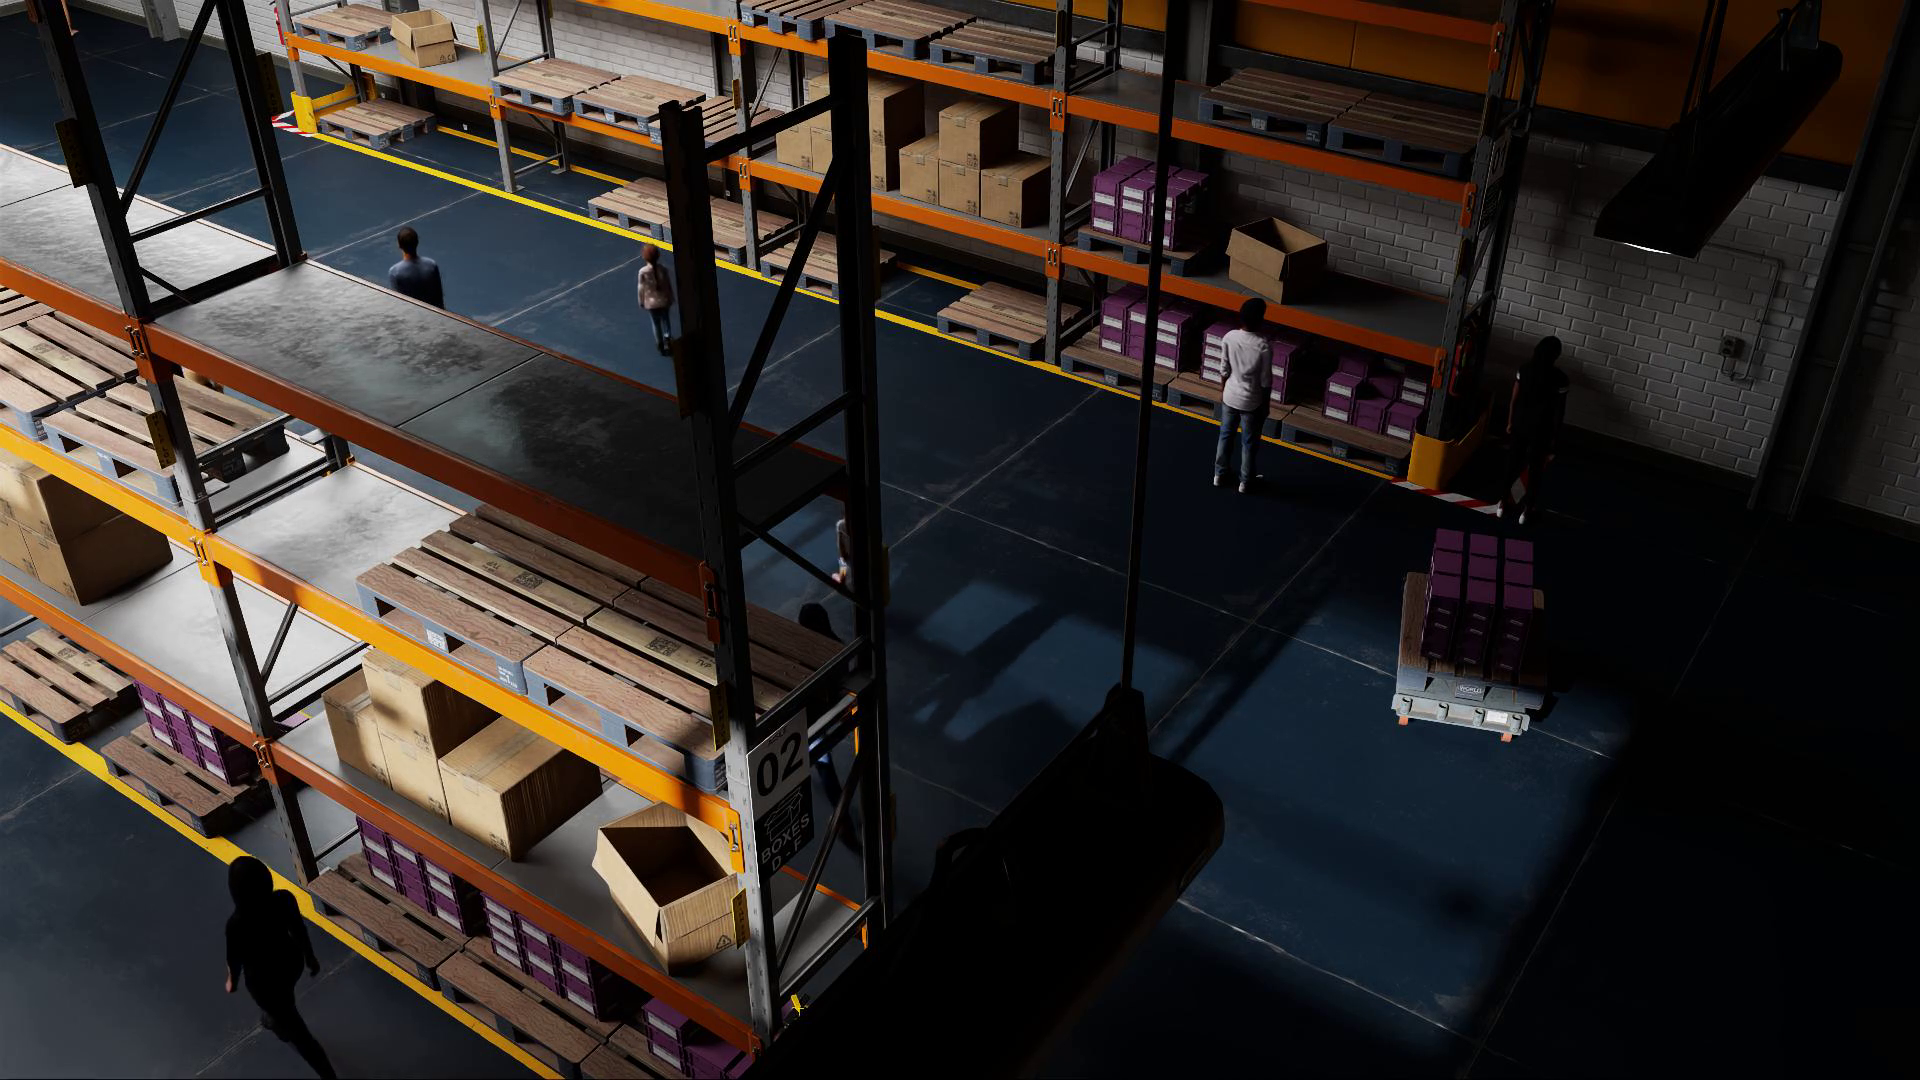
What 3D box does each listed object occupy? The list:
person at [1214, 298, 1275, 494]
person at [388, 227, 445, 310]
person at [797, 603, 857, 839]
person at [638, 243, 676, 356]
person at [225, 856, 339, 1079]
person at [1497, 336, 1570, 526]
[{"bbox_3d":[2.472,-1.265,14.493,0.494,1.815,0.686,22,39,29],"label":"person"},{"bbox_3d":[-5.054,-2.056,15.699,0.738,1.798,0.722,-26,42,-33],"label":"person"},{"bbox_3d":[-0.886,1.216,10.906,0.895,1.654,1.288,-22,39,-29],"label":"person"},{"bbox_3d":[-3.044,-2.402,16.772,0.581,1.187,0.619,-10,35,-15],"label":"person"},{"bbox_3d":[-3.697,2.436,9.119,1.091,1.601,0.577,21,39,28],"label":"person"},{"bbox_3d":[4.853,-0.944,14.090,0.520,1.728,0.683,25,41,33],"label":"person"}]
